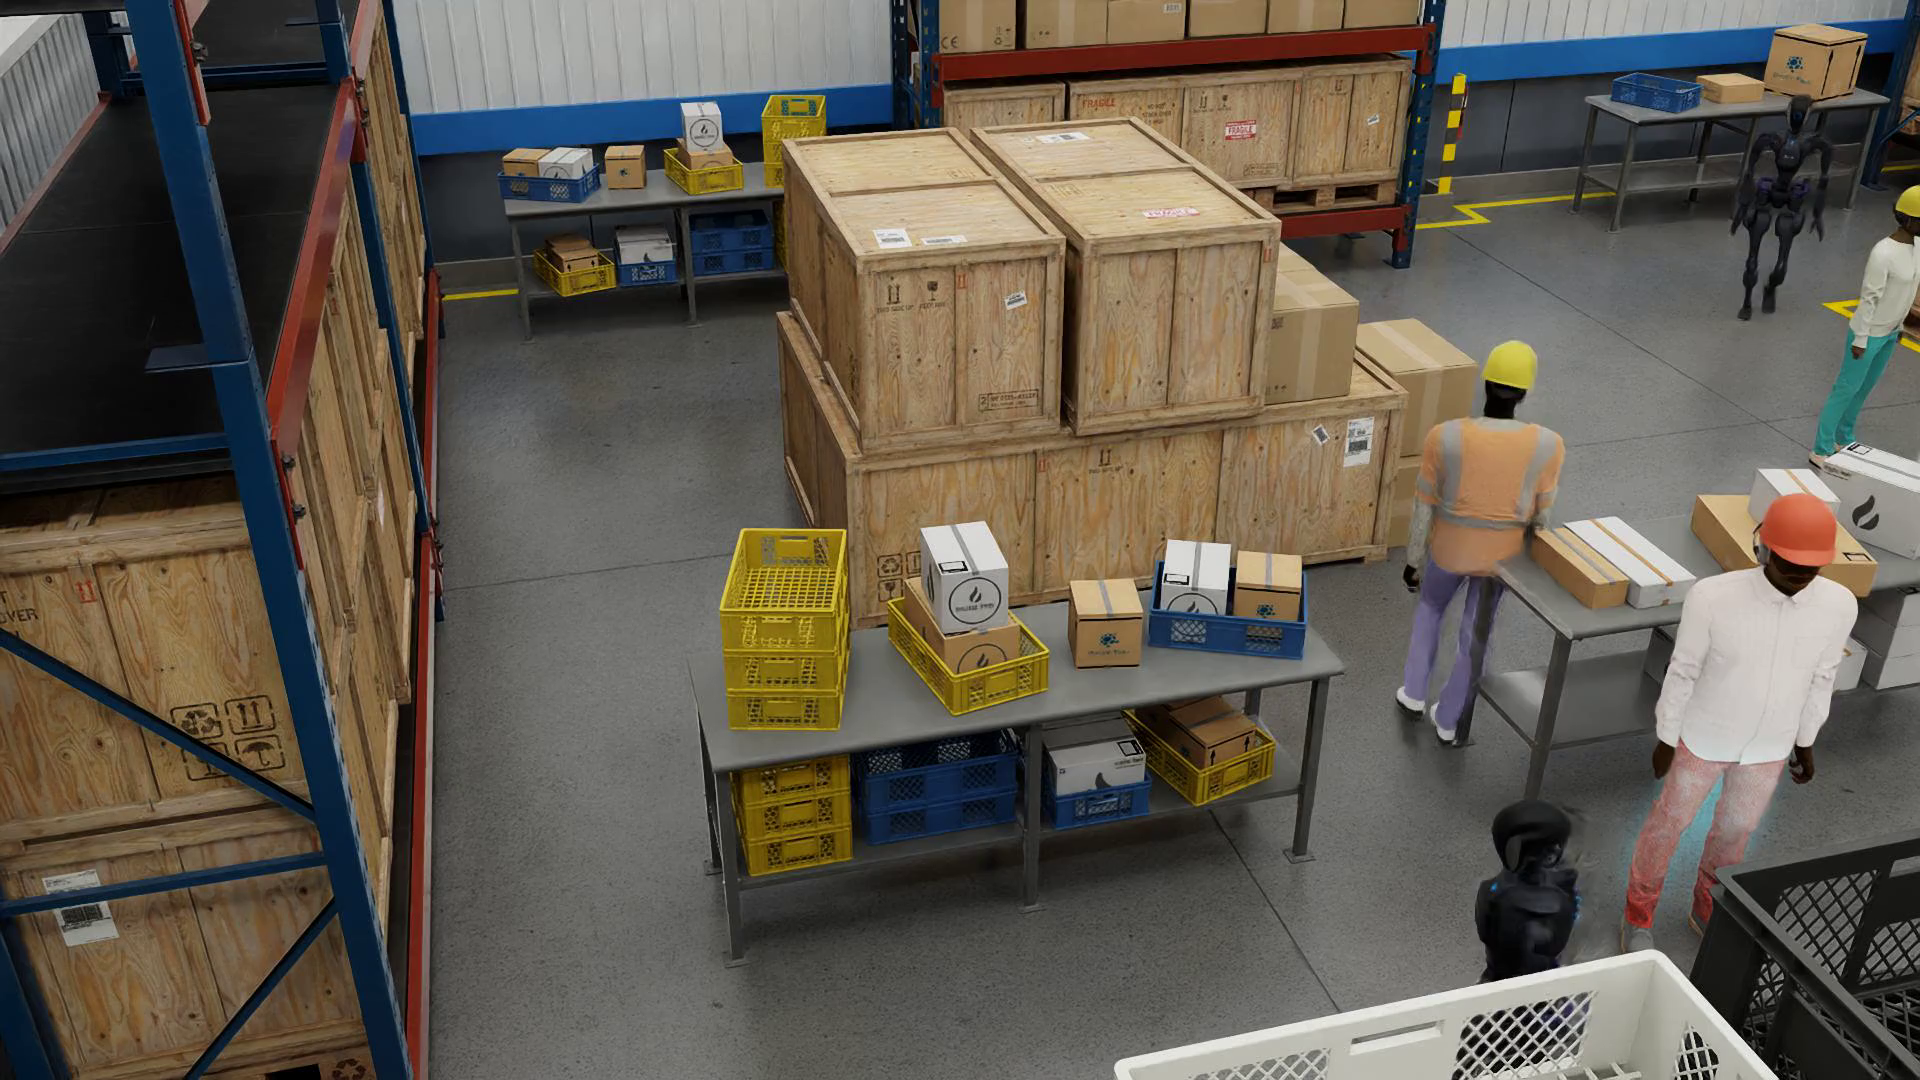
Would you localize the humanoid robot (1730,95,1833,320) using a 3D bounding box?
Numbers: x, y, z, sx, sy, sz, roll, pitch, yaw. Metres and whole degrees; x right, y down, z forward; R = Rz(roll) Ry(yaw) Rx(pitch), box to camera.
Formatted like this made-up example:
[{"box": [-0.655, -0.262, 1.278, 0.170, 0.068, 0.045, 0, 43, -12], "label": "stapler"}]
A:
[{"box": [5.913, -2.373, 11.962, 0.622, 1.645, 0.337, 14, 32, 24], "label": "humanoid robot"}]

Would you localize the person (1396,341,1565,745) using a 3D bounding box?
[{"box": [2.288, 0.020, 7.384, 0.594, 1.907, 0.530, 6, 29, 11], "label": "person"}]

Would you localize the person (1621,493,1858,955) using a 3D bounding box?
[{"box": [2.822, 0.717, 6.027, 0.610, 1.995, 0.389, 1, 29, 1], "label": "person"}]

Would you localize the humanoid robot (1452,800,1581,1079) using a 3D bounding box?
[{"box": [1.722, 1.462, 5.079, 0.774, 1.646, 0.599, 2, 29, 3], "label": "humanoid robot"}]

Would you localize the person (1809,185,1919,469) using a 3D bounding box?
[{"box": [5.428, -1.231, 9.797, 0.532, 1.766, 0.324, -20, 35, -32], "label": "person"}]
